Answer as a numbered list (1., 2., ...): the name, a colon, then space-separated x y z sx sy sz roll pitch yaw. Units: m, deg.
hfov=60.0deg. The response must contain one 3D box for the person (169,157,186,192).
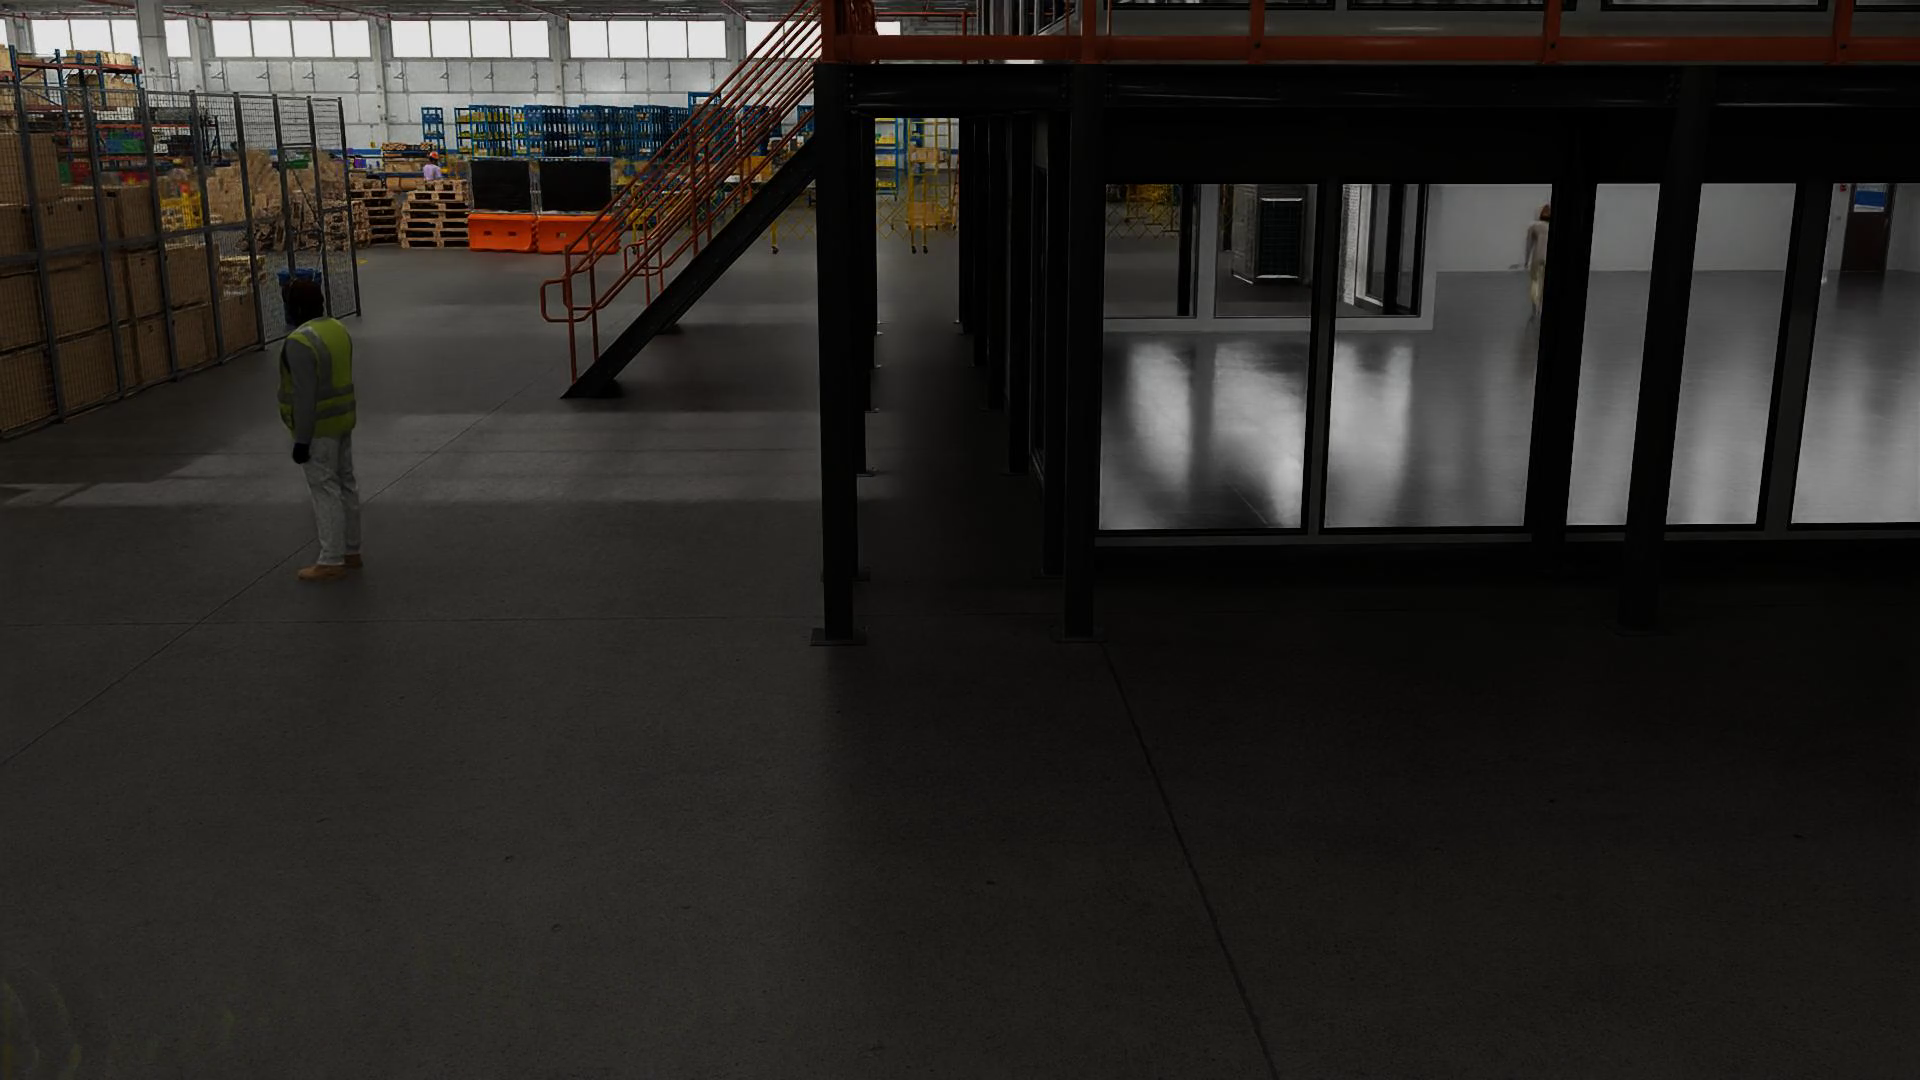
1. person: -23.475 -10.587 49.914 0.544 1.754 0.364 1 14 4

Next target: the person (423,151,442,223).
1. person: -13.863 -9.223 43.926 0.615 2.032 0.416 8 16 28

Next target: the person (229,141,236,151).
1. person: -39.814 -20.981 91.351 0.654 1.818 0.632 -8 16 -29

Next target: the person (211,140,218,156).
1. person: -38.331 -19.623 85.653 0.618 1.945 0.395 7 15 25

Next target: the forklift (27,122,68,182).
1. forklift: -35.376 -14.773 64.377 1.129 2.768 1.873 -1 14 -2

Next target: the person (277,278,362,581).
1. person: -3.905 -0.669 10.124 0.430 1.840 0.621 1 14 4

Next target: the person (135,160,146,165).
1. person: -40.016 -18.510 81.290 0.549 1.914 0.725 -1 14 -3

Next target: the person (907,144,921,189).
1. person: -1.940 -16.009 71.317 0.682 1.888 0.560 -13 19 -41
